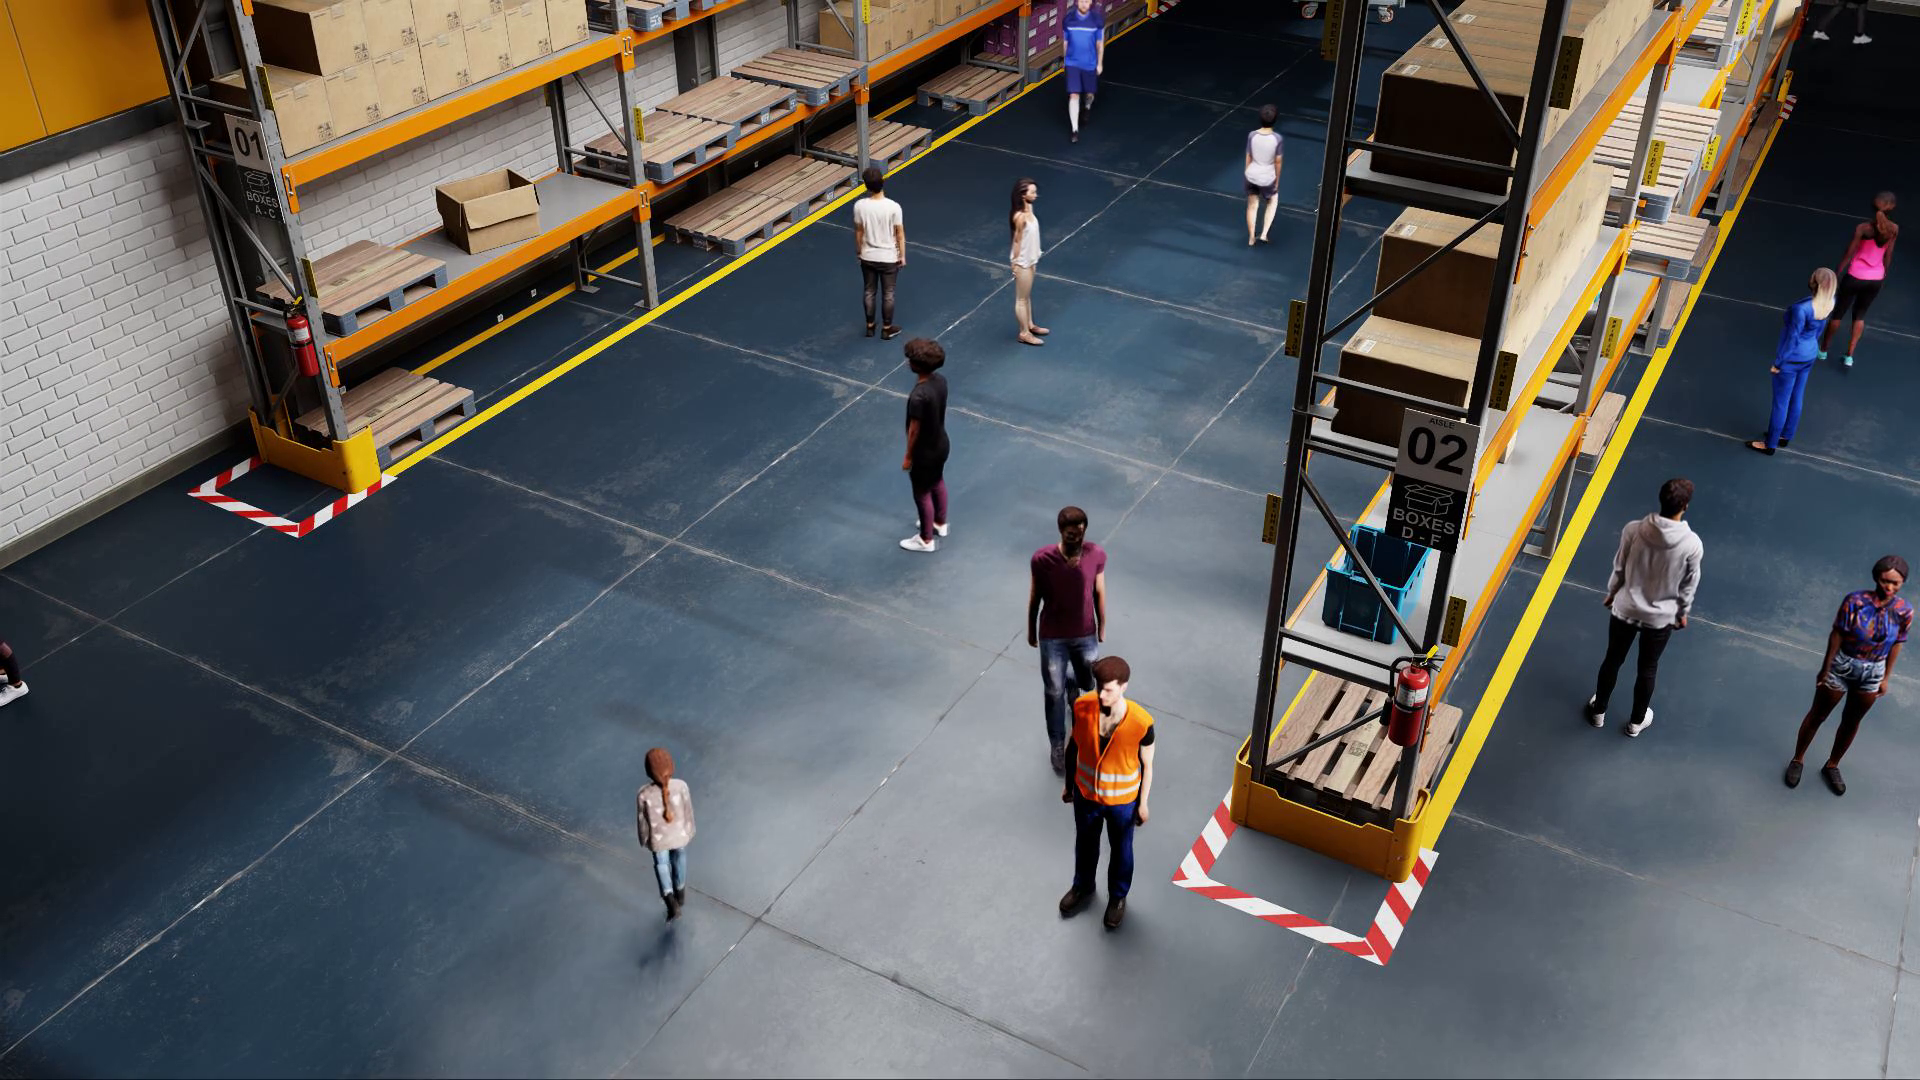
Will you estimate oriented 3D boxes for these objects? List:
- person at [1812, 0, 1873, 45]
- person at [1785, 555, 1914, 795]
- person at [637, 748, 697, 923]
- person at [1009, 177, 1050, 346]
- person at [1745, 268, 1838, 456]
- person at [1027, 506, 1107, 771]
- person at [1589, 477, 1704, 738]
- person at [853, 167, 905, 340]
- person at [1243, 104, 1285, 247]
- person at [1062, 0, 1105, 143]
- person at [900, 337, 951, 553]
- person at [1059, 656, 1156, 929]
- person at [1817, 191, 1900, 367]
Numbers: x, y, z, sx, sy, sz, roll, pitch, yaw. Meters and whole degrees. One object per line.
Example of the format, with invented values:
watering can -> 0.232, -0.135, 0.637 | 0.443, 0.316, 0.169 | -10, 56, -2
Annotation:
person -> 12.708, -7.947, 23.759 | 1.115, 1.726, 1.121 | -4, 34, -6
person -> 5.652, 0.842, 10.521 | 0.644, 1.743, 0.607 | 8, 34, 11
person -> -1.694, 1.731, 9.686 | 0.717, 1.187, 0.774 | -9, 35, -13
person -> 0.599, -2.677, 15.897 | 0.680, 1.654, 0.629 | -6, 34, -9
person -> 7.112, -1.525, 14.121 | 0.637, 1.701, 0.761 | -20, 39, -28
person -> 0.698, 0.546, 10.884 | 1.031, 1.835, 1.135 | -4, 34, -7
person -> 4.511, 0.444, 10.953 | 0.676, 1.928, 0.551 | 17, 37, 23
person -> -0.785, -2.751, 15.953 | 0.706, 1.714, 0.654 | 10, 35, 15
person -> 3.207, -3.865, 17.771 | 0.597, 1.557, 0.604 | 12, 35, 18
person -> 1.512, -5.918, 20.625 | 0.966, 1.815, 1.214 | 4, 34, 5
person -> -0.245, -0.751, 12.884 | 0.707, 1.780, 0.543 | 12, 35, 17
person -> 0.847, 1.418, 9.528 | 0.700, 1.884, 0.637 | 15, 36, 21
person -> 8.379, -2.368, 15.375 | 0.811, 1.716, 0.913 | -1, 34, -2
